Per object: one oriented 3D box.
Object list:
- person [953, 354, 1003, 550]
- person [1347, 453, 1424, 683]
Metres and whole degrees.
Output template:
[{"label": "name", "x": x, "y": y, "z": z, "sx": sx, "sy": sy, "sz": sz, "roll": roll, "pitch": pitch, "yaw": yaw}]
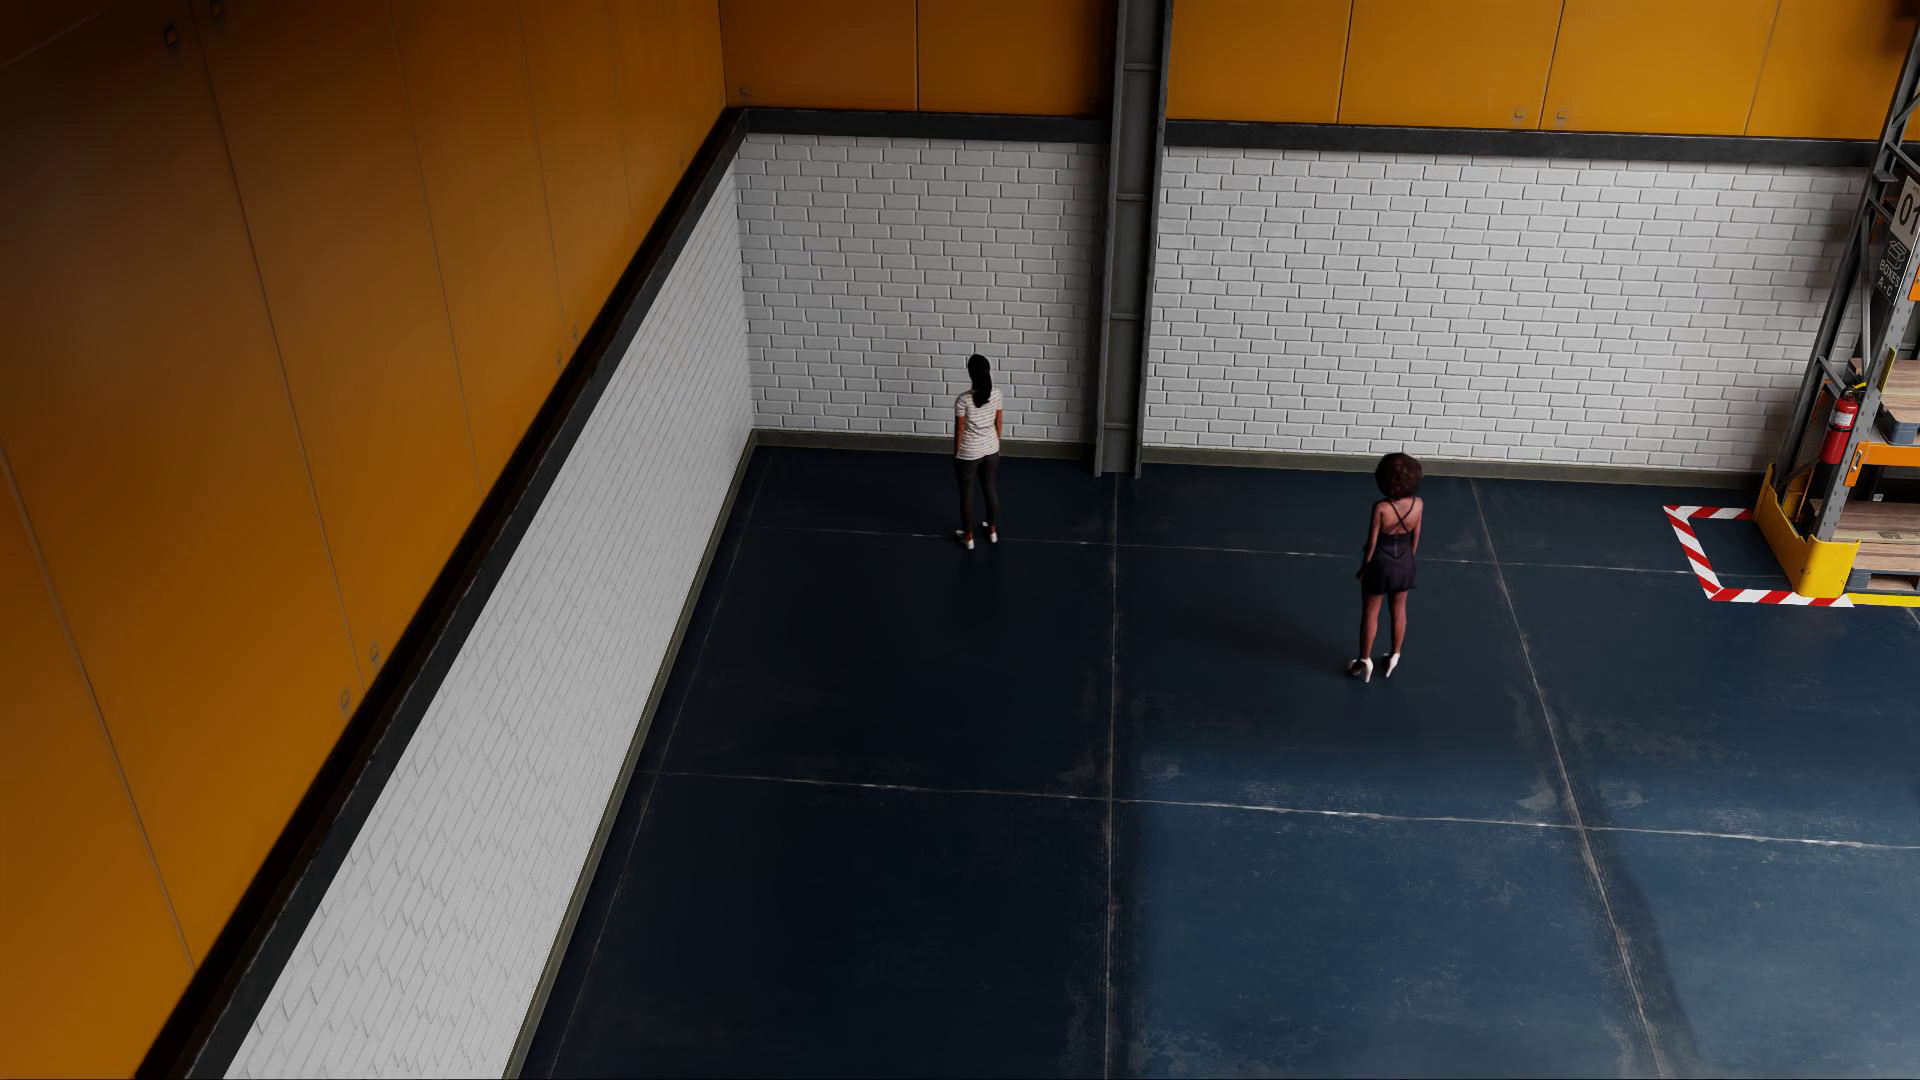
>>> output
[{"label": "person", "x": 0.140, "y": -0.689, "z": 12.919, "sx": 0.609, "sy": 1.645, "sz": 0.701, "roll": -17, "pitch": 37, "yaw": -23}, {"label": "person", "x": 2.945, "y": 0.202, "z": 11.450, "sx": 0.588, "sy": 1.787, "sz": 0.695, "roll": -8, "pitch": 34, "yaw": -11}]
